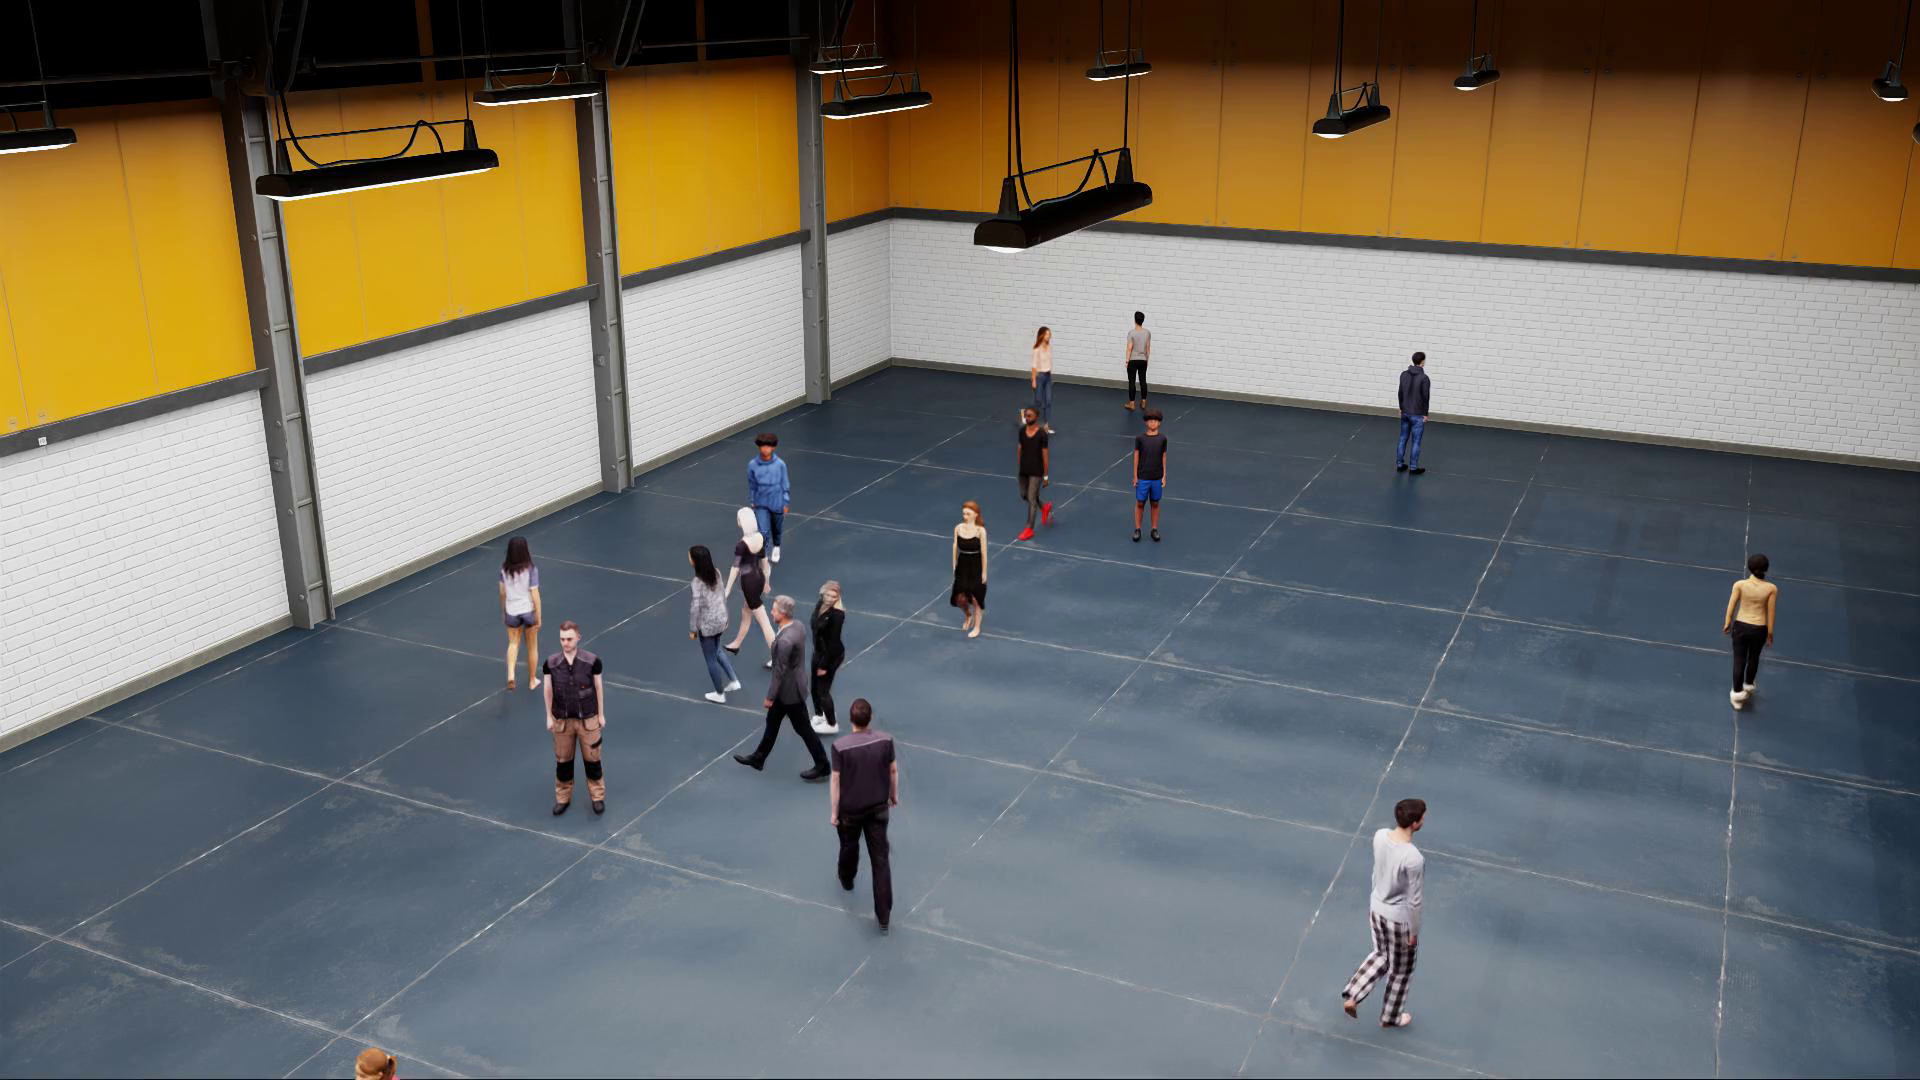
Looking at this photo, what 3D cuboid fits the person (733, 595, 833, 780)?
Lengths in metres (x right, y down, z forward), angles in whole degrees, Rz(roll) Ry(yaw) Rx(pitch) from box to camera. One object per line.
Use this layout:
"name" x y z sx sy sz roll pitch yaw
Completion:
"person" -1.501 1.407 15.469 1.116 1.791 1.246 0 19 1

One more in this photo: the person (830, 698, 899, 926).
"person" -0.735 2.175 13.174 1.224 1.801 1.324 -5 19 -15

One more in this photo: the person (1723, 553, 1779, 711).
"person" 8.092 0.957 17.036 0.637 1.645 0.845 8 20 21

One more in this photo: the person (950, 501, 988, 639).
"person" 0.177 0.309 19.010 0.618 1.612 0.644 7 20 19

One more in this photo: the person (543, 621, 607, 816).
"person" -3.437 1.572 14.902 0.775 1.841 0.775 -2 19 -5

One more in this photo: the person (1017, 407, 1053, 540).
"person" 1.034 -0.927 22.408 0.797 1.786 1.079 14 23 36

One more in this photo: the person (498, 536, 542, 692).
"person" -4.606 0.809 17.354 0.769 1.722 0.921 1 19 4

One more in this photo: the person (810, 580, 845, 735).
"person" -1.240 1.177 16.393 0.794 1.639 0.785 -7 20 -19

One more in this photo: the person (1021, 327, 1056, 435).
"person" 1.303 -2.662 27.582 0.999 1.772 0.925 -15 24 -37

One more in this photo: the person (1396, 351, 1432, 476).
"person" 6.868 -1.936 25.235 0.722 1.894 0.752 -16 24 -39

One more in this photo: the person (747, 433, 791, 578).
"person" -2.412 -0.499 21.148 1.044 1.779 1.238 -1 19 -4

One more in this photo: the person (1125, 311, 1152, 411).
"person" 3.107 -3.152 29.115 0.677 1.723 0.733 -6 20 -18

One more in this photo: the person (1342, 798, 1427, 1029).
"person" 2.985 2.662 11.686 0.949 1.828 0.866 -10 21 -27

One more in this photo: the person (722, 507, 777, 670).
"person" -2.146 0.559 17.990 0.659 1.790 0.995 7 20 19

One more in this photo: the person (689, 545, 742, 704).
"person" -2.500 0.895 17.115 0.696 1.711 0.612 12 22 31

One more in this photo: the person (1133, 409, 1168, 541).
"person" 2.536 -0.884 22.254 0.696 1.804 0.722 0 19 1
